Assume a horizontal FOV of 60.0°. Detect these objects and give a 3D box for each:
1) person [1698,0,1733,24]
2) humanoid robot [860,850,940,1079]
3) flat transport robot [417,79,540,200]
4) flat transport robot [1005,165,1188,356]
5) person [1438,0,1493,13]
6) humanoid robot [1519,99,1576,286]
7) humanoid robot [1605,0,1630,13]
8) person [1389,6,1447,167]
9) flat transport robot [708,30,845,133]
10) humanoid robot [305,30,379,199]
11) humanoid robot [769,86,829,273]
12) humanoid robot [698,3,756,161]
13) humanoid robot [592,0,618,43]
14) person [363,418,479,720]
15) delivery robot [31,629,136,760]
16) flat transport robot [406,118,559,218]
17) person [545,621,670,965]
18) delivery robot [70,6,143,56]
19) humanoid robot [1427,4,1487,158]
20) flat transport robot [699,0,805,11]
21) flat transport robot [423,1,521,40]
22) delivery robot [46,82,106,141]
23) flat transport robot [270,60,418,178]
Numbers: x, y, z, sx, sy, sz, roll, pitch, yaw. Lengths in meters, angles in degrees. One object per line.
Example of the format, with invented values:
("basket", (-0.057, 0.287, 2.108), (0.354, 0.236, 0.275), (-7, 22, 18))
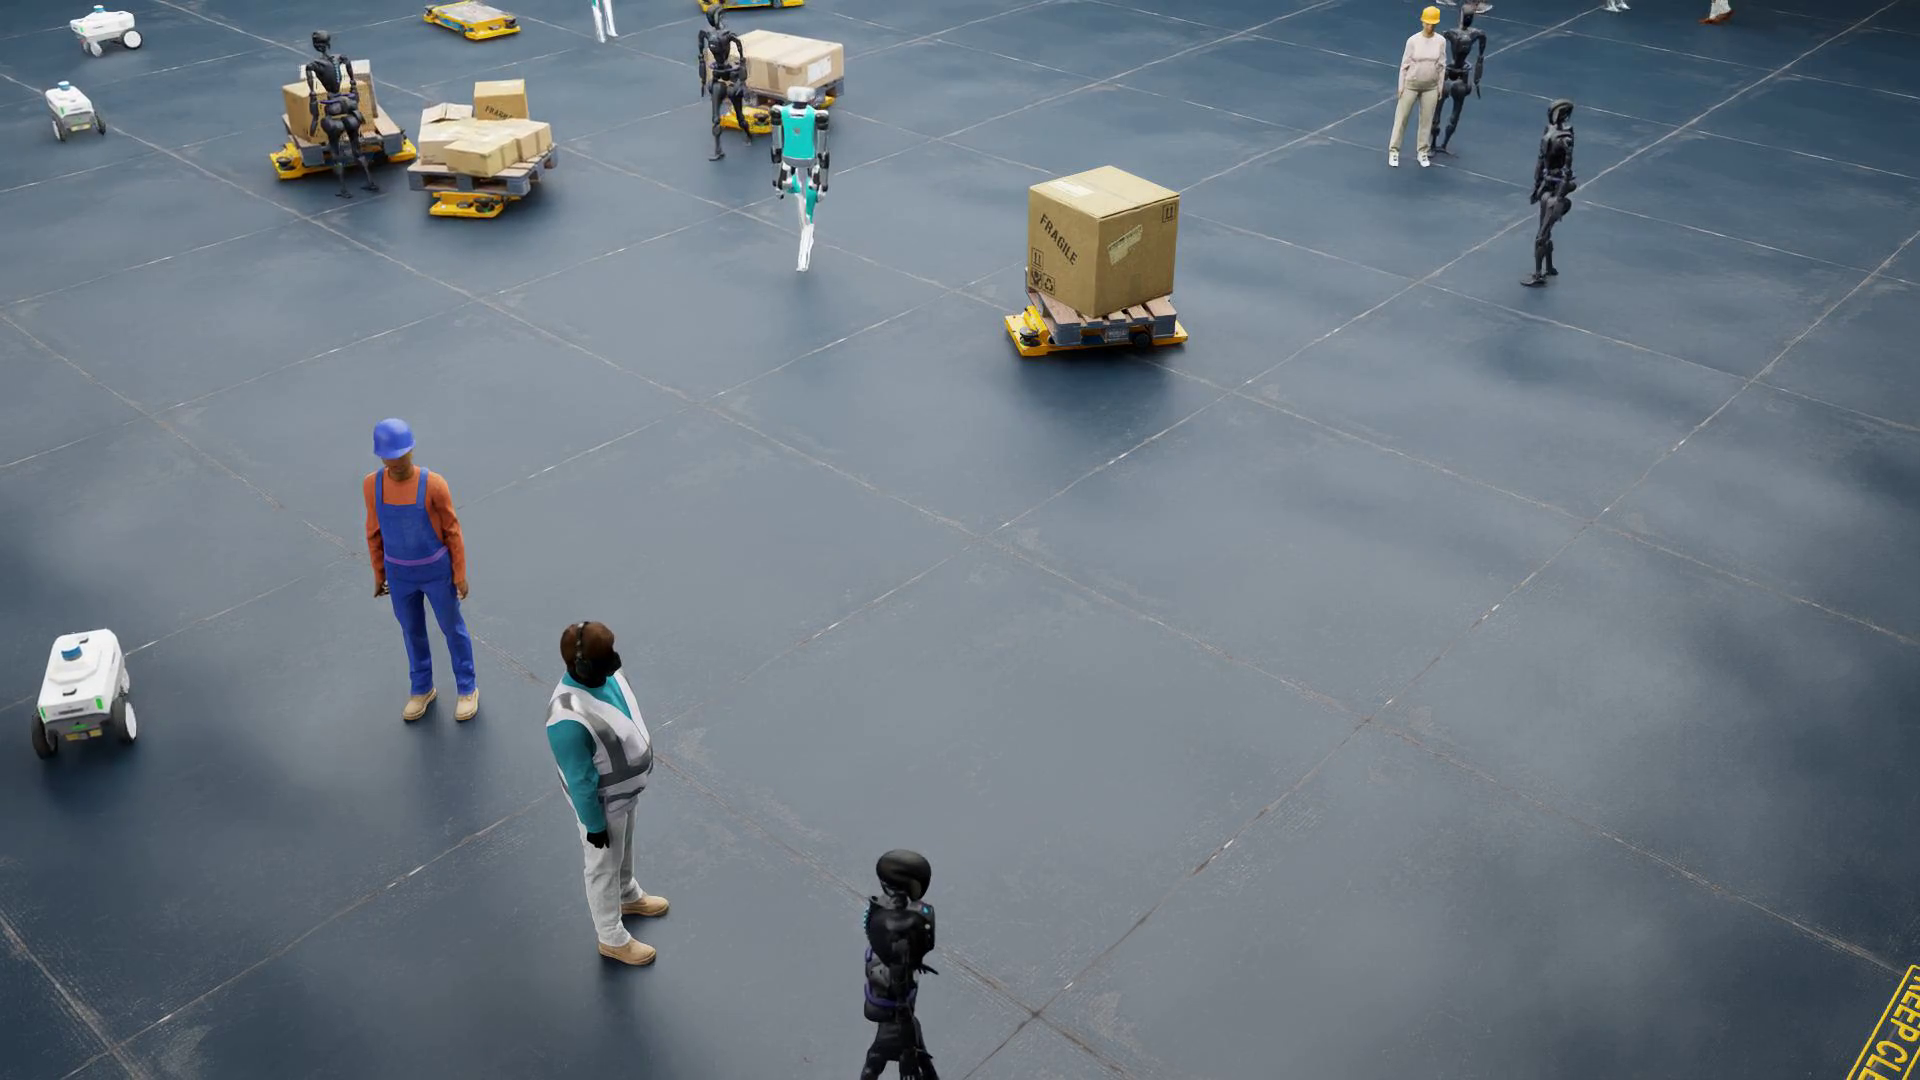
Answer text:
("person", (10.232, -7.811, 22.267), (0.416, 1.811, 0.546), (6, 32, 9))
("humanoid robot", (-0.183, 1.874, 6.835), (0.739, 1.630, 0.609), (-1, 32, -1))
("flat transport robot", (-4.951, -3.827, 17.317), (0.659, 0.231, 1.431), (-6, 32, -10))
("flat transport robot", (1.146, -1.836, 14.111), (1.431, 0.231, 0.659), (-6, 32, -9))
("person", (7.099, -8.231, 22.990), (0.934, 1.763, 0.539), (27, 41, 36))
("humanoid robot", (5.280, -3.111, 14.836), (0.465, 1.633, 0.593), (-3, 32, -5))
("humanoid robot", (9.216, -8.185, 22.906), (0.743, 1.735, 0.530), (21, 38, 30))
("person", (4.831, -4.750, 17.459), (0.462, 1.688, 0.342), (1, 32, 2))
("flat transport robot", (-2.113, -5.031, 19.256), (0.659, 0.231, 1.431), (17, 36, 26))
("humanoid robot", (-6.266, -4.294, 16.743), (0.348, 1.647, 0.600), (21, 38, 30))
("humanoid robot", (-1.399, -3.308, 15.110), (0.557, 1.742, 1.037), (4, 32, 7))
("humanoid robot", (-2.490, -4.934, 17.826), (0.611, 1.647, 0.770), (12, 34, 19))
("humanoid robot", (-4.693, -7.338, 21.633), (0.539, 1.847, 0.753), (-11, 34, -17))
("person", (-3.028, 0.174, 9.320), (0.533, 1.908, 0.353), (1, 32, 1))
("delivery robot", (-5.012, 0.861, 9.508), (0.499, 0.608, 0.806), (-9, 33, -15))
("flat transport robot", (-4.823, -3.628, 16.997), (0.659, 0.231, 1.431), (5, 32, 7))
("person", (-1.637, 1.163, 7.790), (0.429, 1.846, 0.625), (2, 32, 4))
("delivery robot", (-11.044, -6.603, 21.508), (0.524, 0.587, 0.745), (27, 41, 36))
("humanoid robot", (5.251, -4.886, 17.691), (0.609, 1.645, 0.372), (-1, 32, -2))
("flat transport robot", (-2.959, -7.698, 23.550), (1.431, 0.231, 0.659), (-8, 33, -12))
("flat transport robot", (-6.609, -7.032, 22.477), (0.659, 0.231, 1.431), (-27, 41, -36))
("delivery robot", (-9.980, -4.841, 18.667), (0.499, 0.583, 0.758), (-22, 38, -31))
("flat transport robot", (-6.624, -4.173, 17.873), (1.431, 0.231, 0.659), (-16, 35, -24))
